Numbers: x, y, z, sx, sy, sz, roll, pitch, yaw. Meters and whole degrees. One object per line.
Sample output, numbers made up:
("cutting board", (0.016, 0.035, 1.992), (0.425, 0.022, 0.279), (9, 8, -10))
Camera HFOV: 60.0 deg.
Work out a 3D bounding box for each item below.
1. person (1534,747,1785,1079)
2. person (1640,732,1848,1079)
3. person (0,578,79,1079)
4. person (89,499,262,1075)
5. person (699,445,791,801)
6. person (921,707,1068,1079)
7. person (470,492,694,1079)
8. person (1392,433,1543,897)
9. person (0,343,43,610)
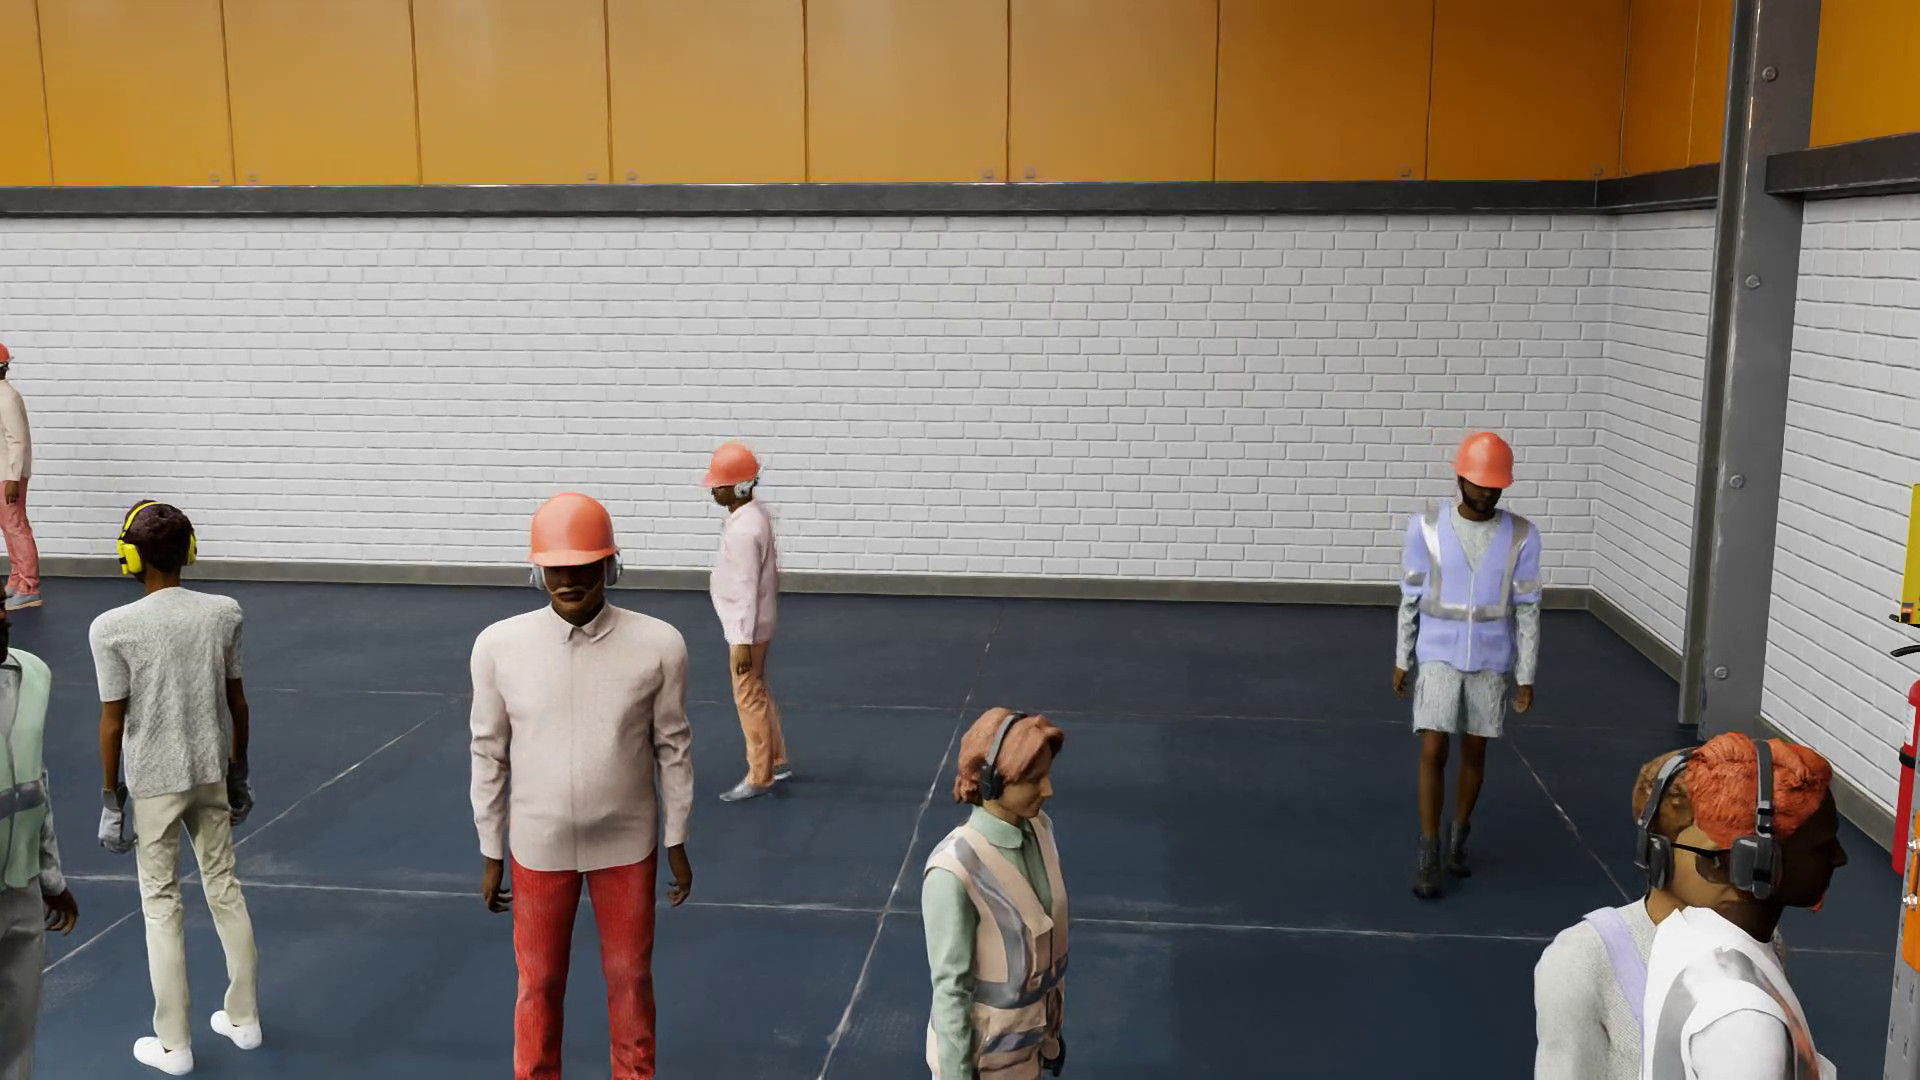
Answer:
("person", (1.188, 1.244, 2.849), (0.506, 1.847, 0.345), (-4, 11, -23))
("person", (1.252, 1.239, 2.772), (0.353, 1.882, 0.577), (2, 10, 10))
("person", (-2.572, 0.947, 4.351), (0.399, 1.917, 0.590), (2, 10, 9))
("person", (-2.537, 0.796, 5.391), (0.328, 1.862, 0.502), (7, 12, 34))
("person", (-1.014, 0.400, 8.036), (0.450, 1.730, 0.641), (-1, 10, -6))
("person", (0.084, 1.182, 3.796), (0.311, 1.638, 0.513), (5, 11, 27))
("person", (-1.052, 0.850, 4.675), (0.613, 1.995, 0.391), (-2, 10, -11))
("person", (2.083, 0.518, 6.821), (0.570, 1.907, 0.769), (2, 10, 11))
("person", (-7.080, -0.485, 12.317), (0.385, 1.993, 0.624), (-8, 13, -38))
